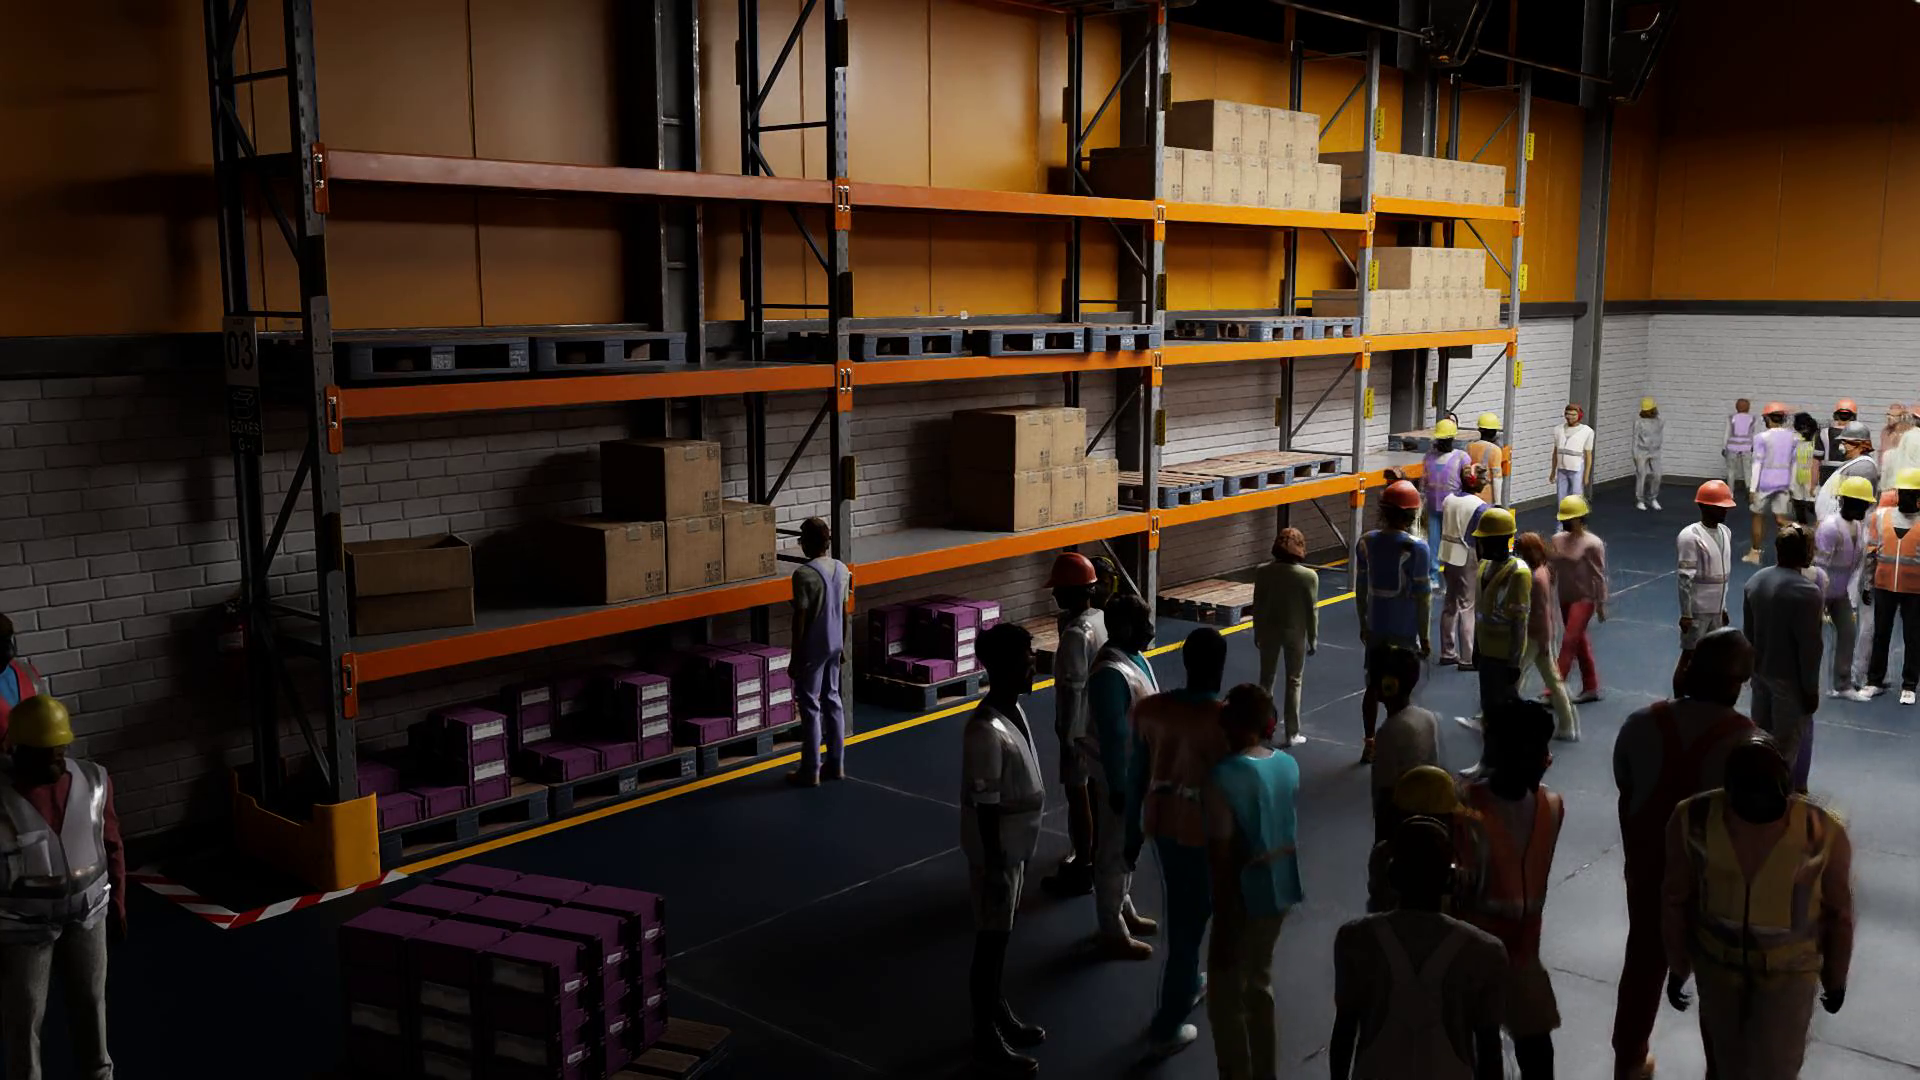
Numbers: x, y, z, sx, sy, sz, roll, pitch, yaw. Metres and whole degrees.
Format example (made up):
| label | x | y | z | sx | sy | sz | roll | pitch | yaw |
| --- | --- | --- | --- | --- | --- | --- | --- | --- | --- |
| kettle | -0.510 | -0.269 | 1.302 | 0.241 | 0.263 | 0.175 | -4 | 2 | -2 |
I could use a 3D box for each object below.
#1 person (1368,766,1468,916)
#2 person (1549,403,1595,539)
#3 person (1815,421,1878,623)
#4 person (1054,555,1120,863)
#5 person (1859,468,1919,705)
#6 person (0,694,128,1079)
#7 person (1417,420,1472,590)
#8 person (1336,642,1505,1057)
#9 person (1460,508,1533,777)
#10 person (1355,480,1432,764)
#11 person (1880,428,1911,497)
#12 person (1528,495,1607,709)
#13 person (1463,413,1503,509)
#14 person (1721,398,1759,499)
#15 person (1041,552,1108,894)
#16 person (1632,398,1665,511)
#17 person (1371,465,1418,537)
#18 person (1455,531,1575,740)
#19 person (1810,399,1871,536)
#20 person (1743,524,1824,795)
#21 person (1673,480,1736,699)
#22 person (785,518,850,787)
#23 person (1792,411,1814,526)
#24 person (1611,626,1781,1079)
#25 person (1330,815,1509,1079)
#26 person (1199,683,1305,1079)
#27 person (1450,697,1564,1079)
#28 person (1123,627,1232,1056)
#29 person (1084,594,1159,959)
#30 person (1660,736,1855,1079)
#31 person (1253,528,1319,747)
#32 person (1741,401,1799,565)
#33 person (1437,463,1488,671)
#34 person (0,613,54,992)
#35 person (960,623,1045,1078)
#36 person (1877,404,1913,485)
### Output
| label | x | y | z | sx | sy | sz | roll | pitch | yaw |
| --- | --- | --- | --- | --- | --- | --- | --- | --- | --- |
| person | 1.610 | 1.648 | 5.942 | 0.330 | 1.735 | 0.489 | -1 | 9 | -9 |
| person | 8.103 | -0.896 | 22.021 | 0.397 | 1.835 | 0.566 | -6 | 11 | -36 |
| person | 8.921 | -0.186 | 16.778 | 0.538 | 2.000 | 0.684 | 4 | 10 | 23 |
| person | 0.802 | 1.002 | 9.703 | 0.510 | 1.862 | 0.328 | 2 | 9 | 11 |
| person | 7.668 | 0.369 | 13.551 | 0.363 | 1.930 | 0.588 | -8 | 12 | -43 |
| person | -3.611 | 1.500 | 6.609 | 0.403 | 1.824 | 0.592 | 7 | 11 | 39 |
| person | 5.325 | -0.362 | 18.350 | 0.473 | 1.920 | 0.713 | -8 | 12 | -41 |
| person | 2.042 | 1.384 | 7.413 | 0.878 | 1.856 | 0.546 | 7 | 11 | 38 |
| person | 3.632 | 0.732 | 11.272 | 0.408 | 1.918 | 0.584 | -2 | 9 | -12 |
| person | 3.065 | 0.598 | 11.714 | 0.375 | 2.044 | 0.604 | -7 | 11 | -39 |
| person | 11.670 | -0.583 | 20.672 | 0.503 | 1.627 | 0.282 | -1 | 9 | -8 |
| person | 4.884 | 0.498 | 13.368 | 0.785 | 1.724 | 0.538 | -3 | 9 | -19 |
| person | 6.017 | -0.497 | 19.146 | 0.383 | 1.928 | 0.588 | -4 | 10 | -25 |
| person | 12.230 | -1.421 | 26.088 | 0.529 | 1.623 | 0.596 | 2 | 9 | 15 |
| person | 0.653 | 1.024 | 9.345 | 0.386 | 1.929 | 0.543 | 4 | 10 | 22 |
| person | 10.290 | -1.281 | 24.922 | 0.492 | 1.697 | 0.585 | 0 | 9 | 0 |
| person | 4.281 | 0.070 | 16.440 | 0.365 | 1.624 | 0.528 | -5 | 10 | -27 |
| person | 4.198 | 0.717 | 12.402 | 0.887 | 1.580 | 0.525 | 3 | 9 | 18 |
| person | 10.603 | -0.689 | 20.067 | 0.617 | 2.029 | 0.409 | 5 | 10 | 31 |
| person | 5.117 | 0.863 | 10.342 | 0.373 | 1.940 | 0.627 | -2 | 9 | -11 |
| person | 5.680 | 0.504 | 12.654 | 0.551 | 1.936 | 0.356 | -6 | 11 | -33 |
| person | -0.968 | 0.761 | 11.351 | 0.357 | 1.835 | 0.516 | 7 | 11 | 38 |
| person | 11.495 | -0.929 | 22.712 | 0.374 | 1.692 | 0.566 | 9 | 12 | 44 |
| person | 3.079 | 1.340 | 6.936 | 0.536 | 2.000 | 0.686 | -8 | 12 | -42 |
| person | 1.376 | 1.736 | 5.039 | 0.504 | 1.838 | 0.351 | 3 | 9 | 17 |
| person | 1.150 | 1.494 | 6.703 | 0.448 | 1.804 | 0.686 | 8 | 12 | 43 |
| person | 1.997 | 1.521 | 6.186 | 0.613 | 1.915 | 0.994 | -3 | 9 | -20 |
| person | 1.109 | 1.321 | 7.556 | 0.589 | 1.880 | 0.875 | 7 | 11 | 39 |
| person | 0.858 | 1.190 | 8.537 | 0.429 | 1.847 | 0.627 | 2 | 9 | 14 |
| person | 2.904 | 1.593 | 6.118 | 0.643 | 1.789 | 0.929 | 6 | 11 | 34 |
| person | 2.404 | 0.715 | 12.305 | 0.503 | 1.624 | 0.293 | 5 | 10 | 30 |
| person | 9.802 | -0.657 | 19.930 | 0.640 | 2.014 | 0.818 | -2 | 9 | -15 |
| person | 4.443 | 0.235 | 14.706 | 0.396 | 1.840 | 0.564 | -3 | 9 | -18 |
| person | -4.686 | 1.252 | 8.137 | 0.429 | 1.846 | 0.627 | 2 | 9 | 14 |
| person | 0.190 | 1.326 | 7.261 | 0.367 | 1.966 | 0.606 | 2 | 9 | 10 |
| person | 12.254 | -0.845 | 21.635 | 0.702 | 1.868 | 0.663 | 0 | 9 | -1 |
